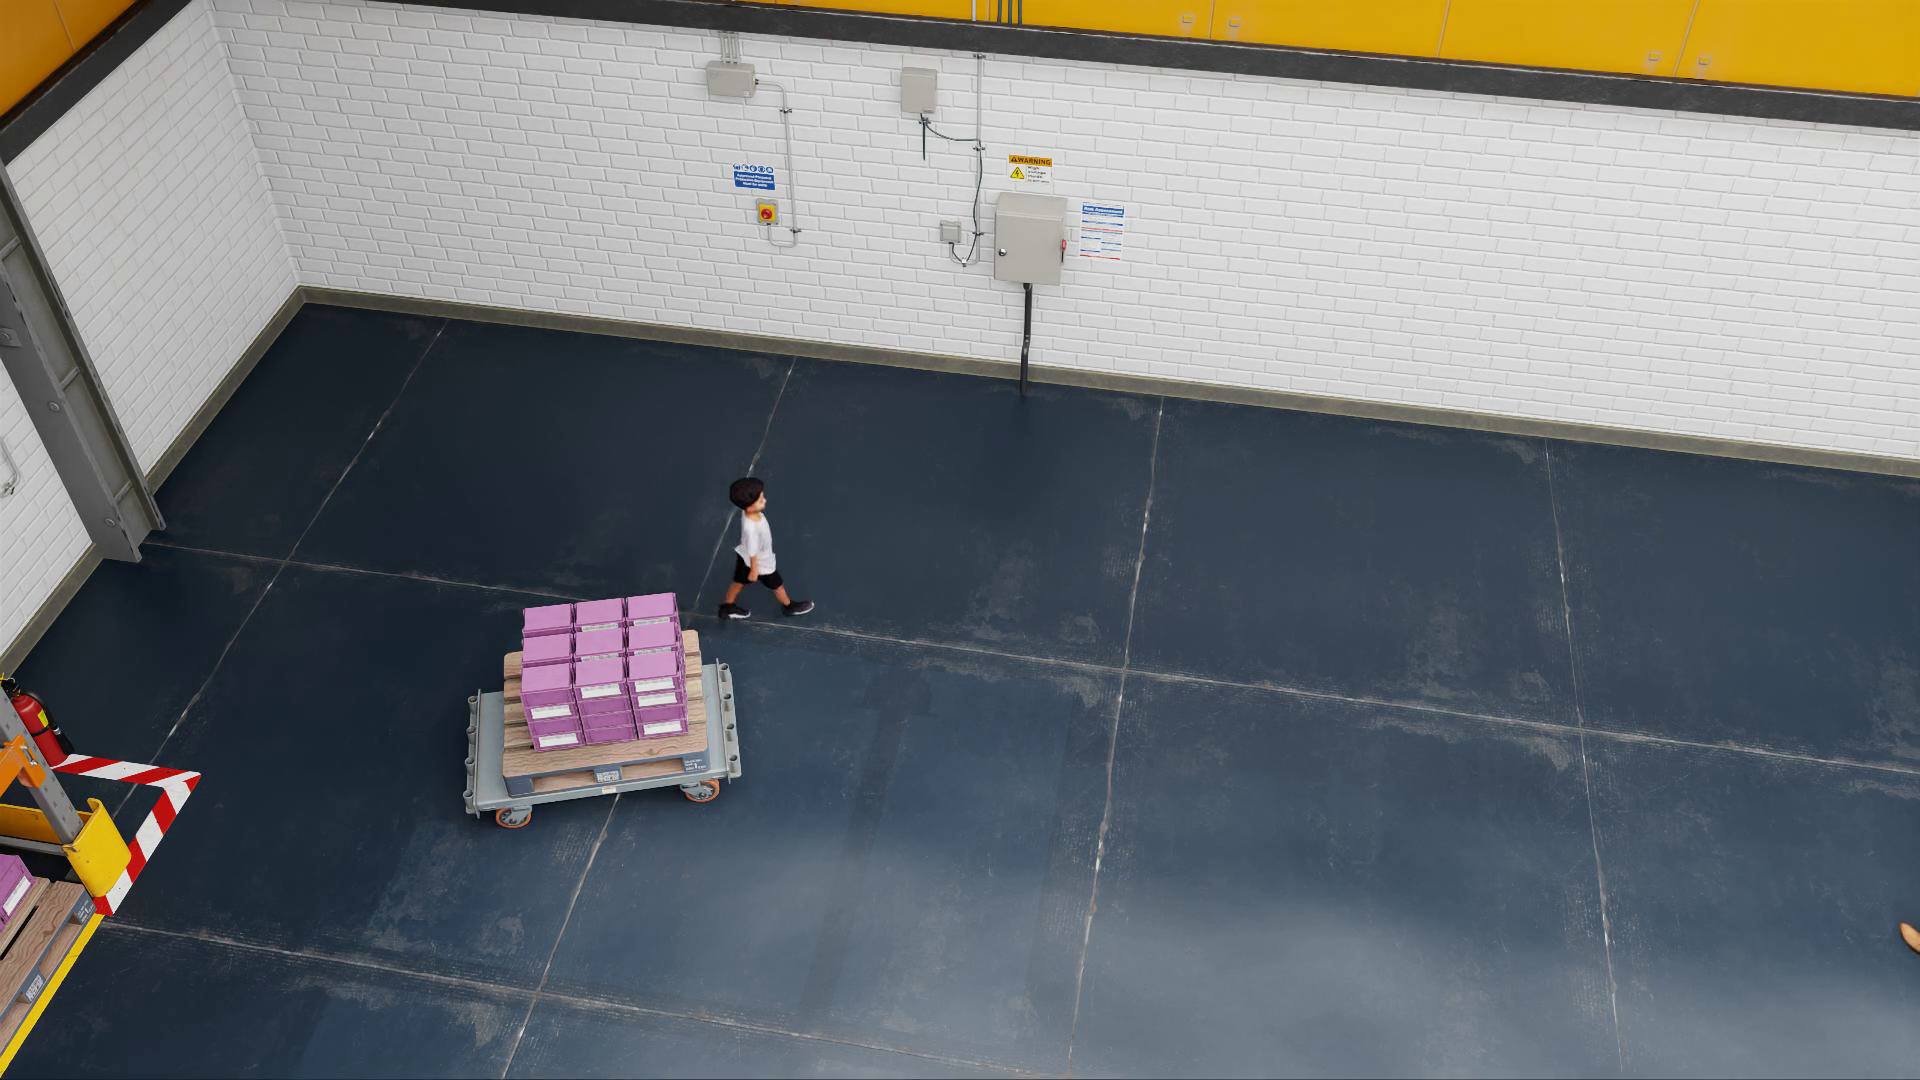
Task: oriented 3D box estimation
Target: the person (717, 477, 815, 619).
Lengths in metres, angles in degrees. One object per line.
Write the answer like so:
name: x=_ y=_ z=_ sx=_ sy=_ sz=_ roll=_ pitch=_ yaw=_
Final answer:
person: x=-1.420 y=0.094 z=11.028 sx=0.775 sy=1.233 sz=0.877 roll=-9 pitch=44 yaw=-9
